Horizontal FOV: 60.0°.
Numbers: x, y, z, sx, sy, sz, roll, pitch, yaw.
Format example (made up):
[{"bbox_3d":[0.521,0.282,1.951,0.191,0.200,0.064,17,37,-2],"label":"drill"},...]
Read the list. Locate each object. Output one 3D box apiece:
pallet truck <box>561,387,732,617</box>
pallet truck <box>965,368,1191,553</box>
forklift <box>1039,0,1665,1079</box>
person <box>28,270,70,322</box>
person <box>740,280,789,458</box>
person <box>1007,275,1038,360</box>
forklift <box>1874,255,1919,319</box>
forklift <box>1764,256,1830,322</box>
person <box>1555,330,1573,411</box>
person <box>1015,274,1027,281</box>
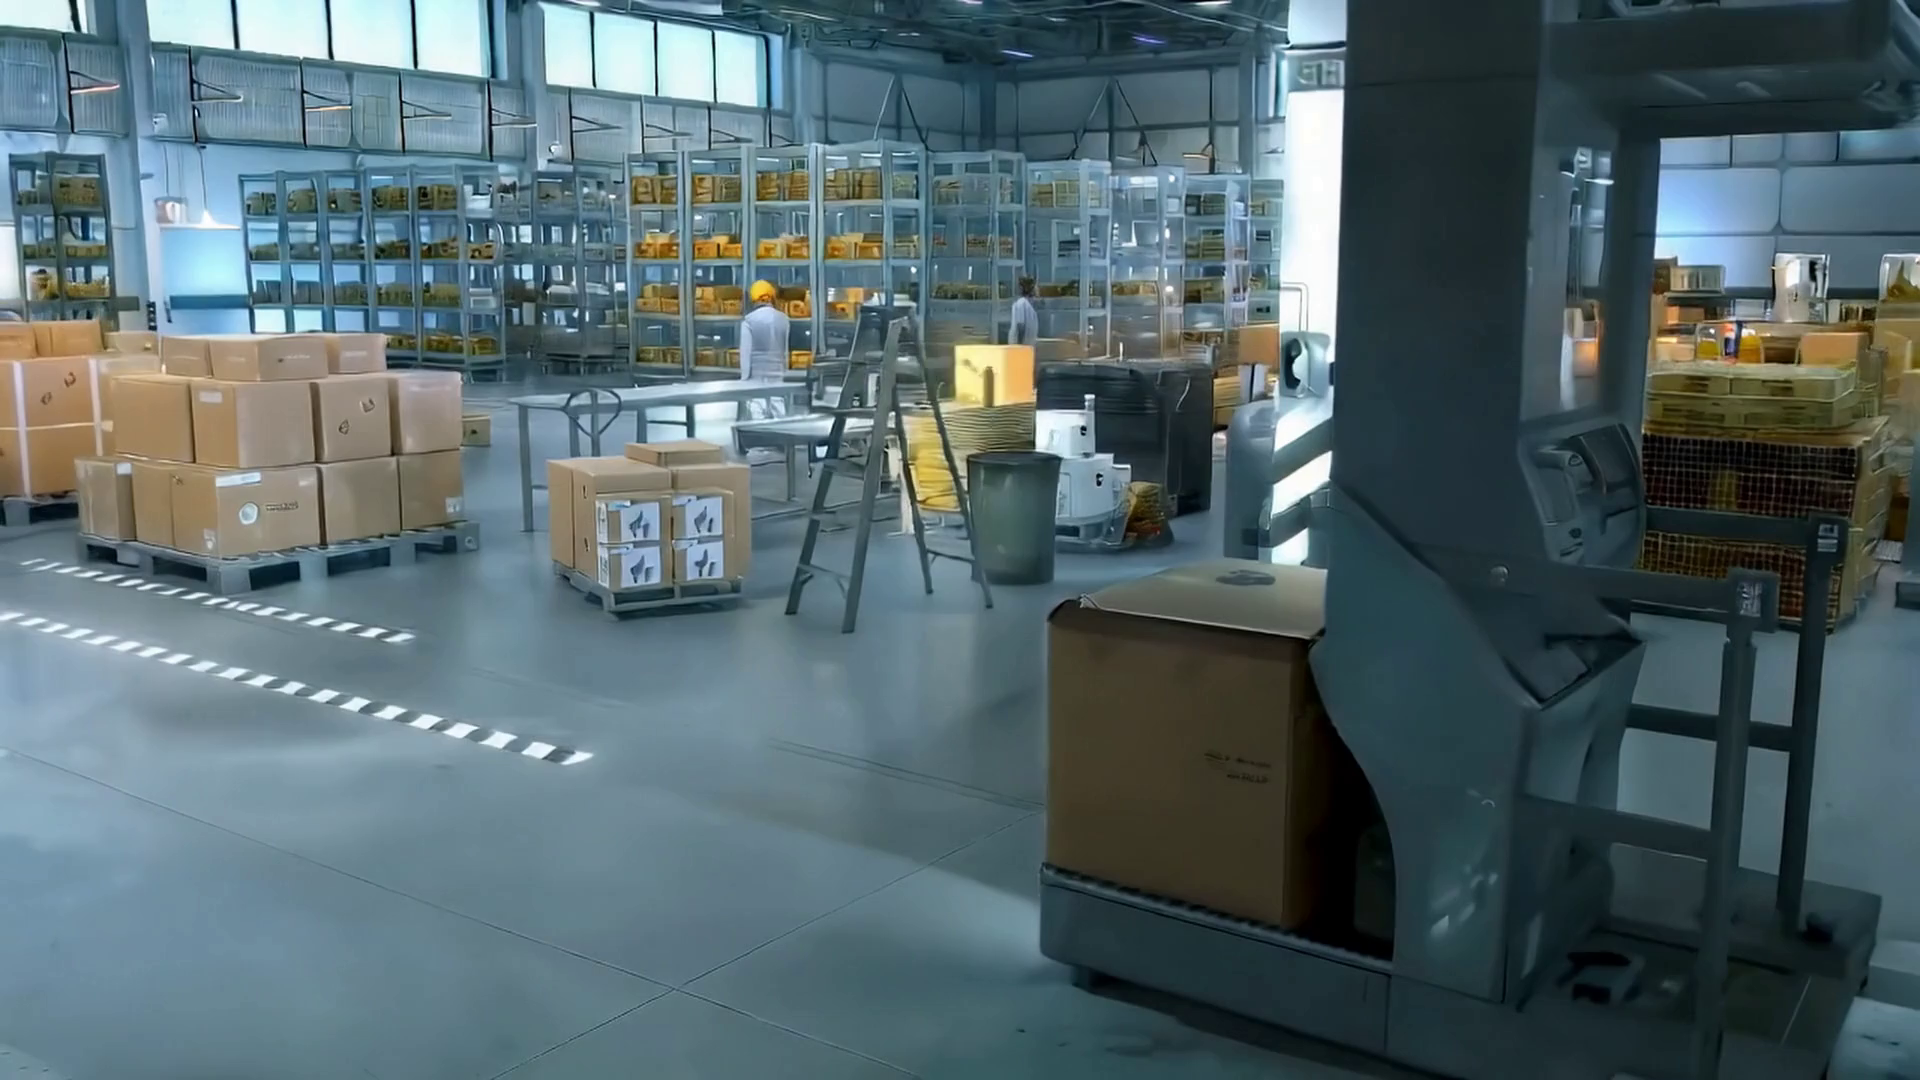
[{"bbox_3d":[-1.981,-0.274,10.088,0.680,1.201,1.601,-5,11,-28],"label":"pallet truck"},{"bbox_3d":[0.845,-0.609,11.869,1.630,1.274,0.653,7,12,35],"label":"pallet truck"},{"bbox_3d":[1.249,-0.137,4.360,1.873,2.768,1.129,7,12,35],"label":"forklift"},{"bbox_3d":[-11.619,-2.479,21.200,0.643,1.909,0.410,3,10,19],"label":"person"},{"bbox_3d":[-1.997,-1.707,16.824,0.594,1.832,0.403,-9,13,-43],"label":"person"},{"bbox_3d":[0.792,-2.378,20.773,0.389,1.847,0.563,2,10,14],"label":"person"},{"bbox_3d":[22.089,-5.634,38.796,1.157,1.987,2.680,6,11,33],"label":"forklift"},{"bbox_3d":[20.253,-5.854,40.139,1.157,1.987,2.680,7,12,35],"label":"forklift"},{"bbox_3d":[3.832,-0.814,11.347,0.617,1.883,0.997,5,11,26],"label":"person"},{"bbox_3d":[1.112,-4.259,32.069,0.641,1.817,0.596,6,11,34],"label":"person"}]
